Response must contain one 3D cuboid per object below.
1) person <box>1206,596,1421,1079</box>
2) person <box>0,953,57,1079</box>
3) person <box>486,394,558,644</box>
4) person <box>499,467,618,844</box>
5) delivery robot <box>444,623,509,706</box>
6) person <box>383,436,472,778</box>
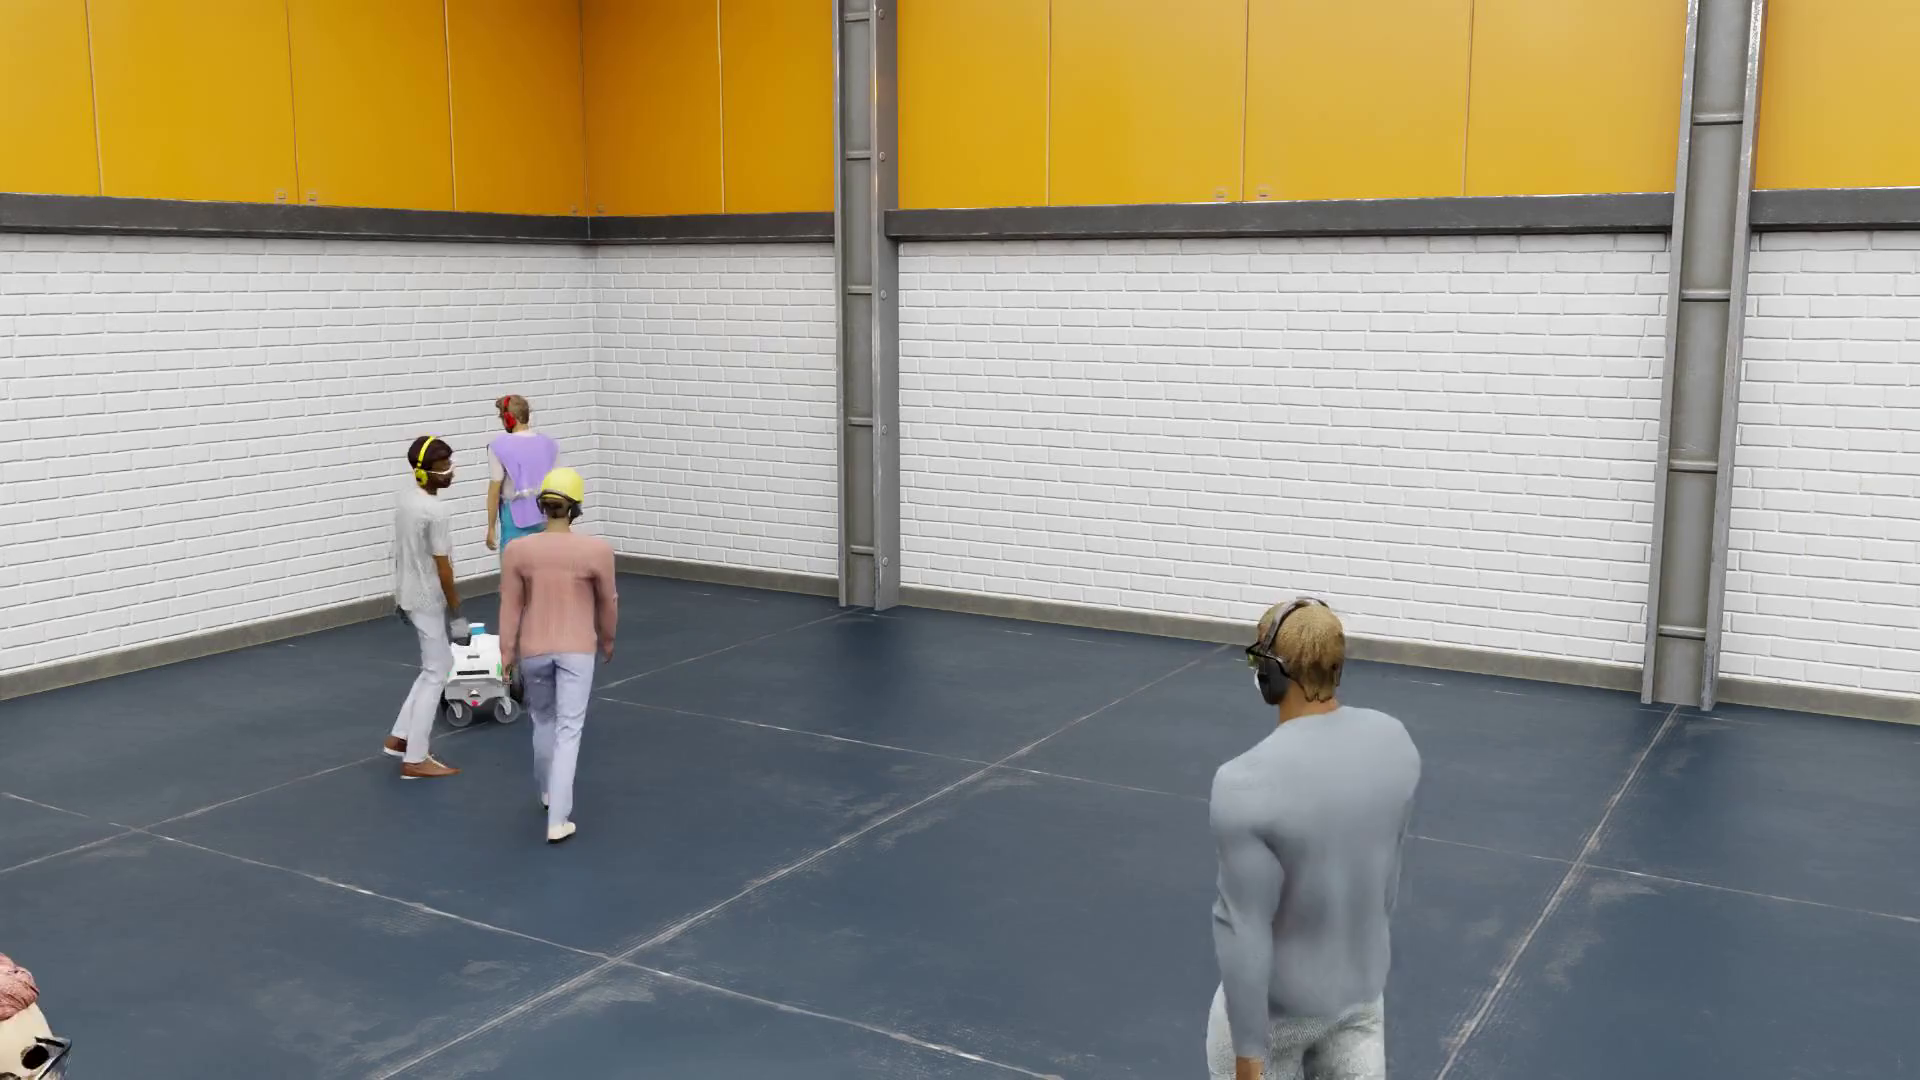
[{"bbox_3d":[0.863,1.080,3.920,0.629,1.915,0.918,-5,10,-28],"label":"person"},{"bbox_3d":[-1.162,1.403,2.055,1.011,1.850,0.673,0,9,-2],"label":"person"},{"bbox_3d":[-2.994,-0.109,11.599,0.654,1.817,0.568,6,11,34],"label":"person"},{"bbox_3d":[-1.892,0.518,7.947,0.526,1.731,0.824,0,9,2],"label":"person"},{"bbox_3d":[-2.881,0.741,9.930,0.477,0.478,0.707,-2,9,-12],"label":"delivery robot"},{"bbox_3d":[-2.783,0.357,8.691,0.375,1.833,0.634,-6,11,-34],"label":"person"}]
